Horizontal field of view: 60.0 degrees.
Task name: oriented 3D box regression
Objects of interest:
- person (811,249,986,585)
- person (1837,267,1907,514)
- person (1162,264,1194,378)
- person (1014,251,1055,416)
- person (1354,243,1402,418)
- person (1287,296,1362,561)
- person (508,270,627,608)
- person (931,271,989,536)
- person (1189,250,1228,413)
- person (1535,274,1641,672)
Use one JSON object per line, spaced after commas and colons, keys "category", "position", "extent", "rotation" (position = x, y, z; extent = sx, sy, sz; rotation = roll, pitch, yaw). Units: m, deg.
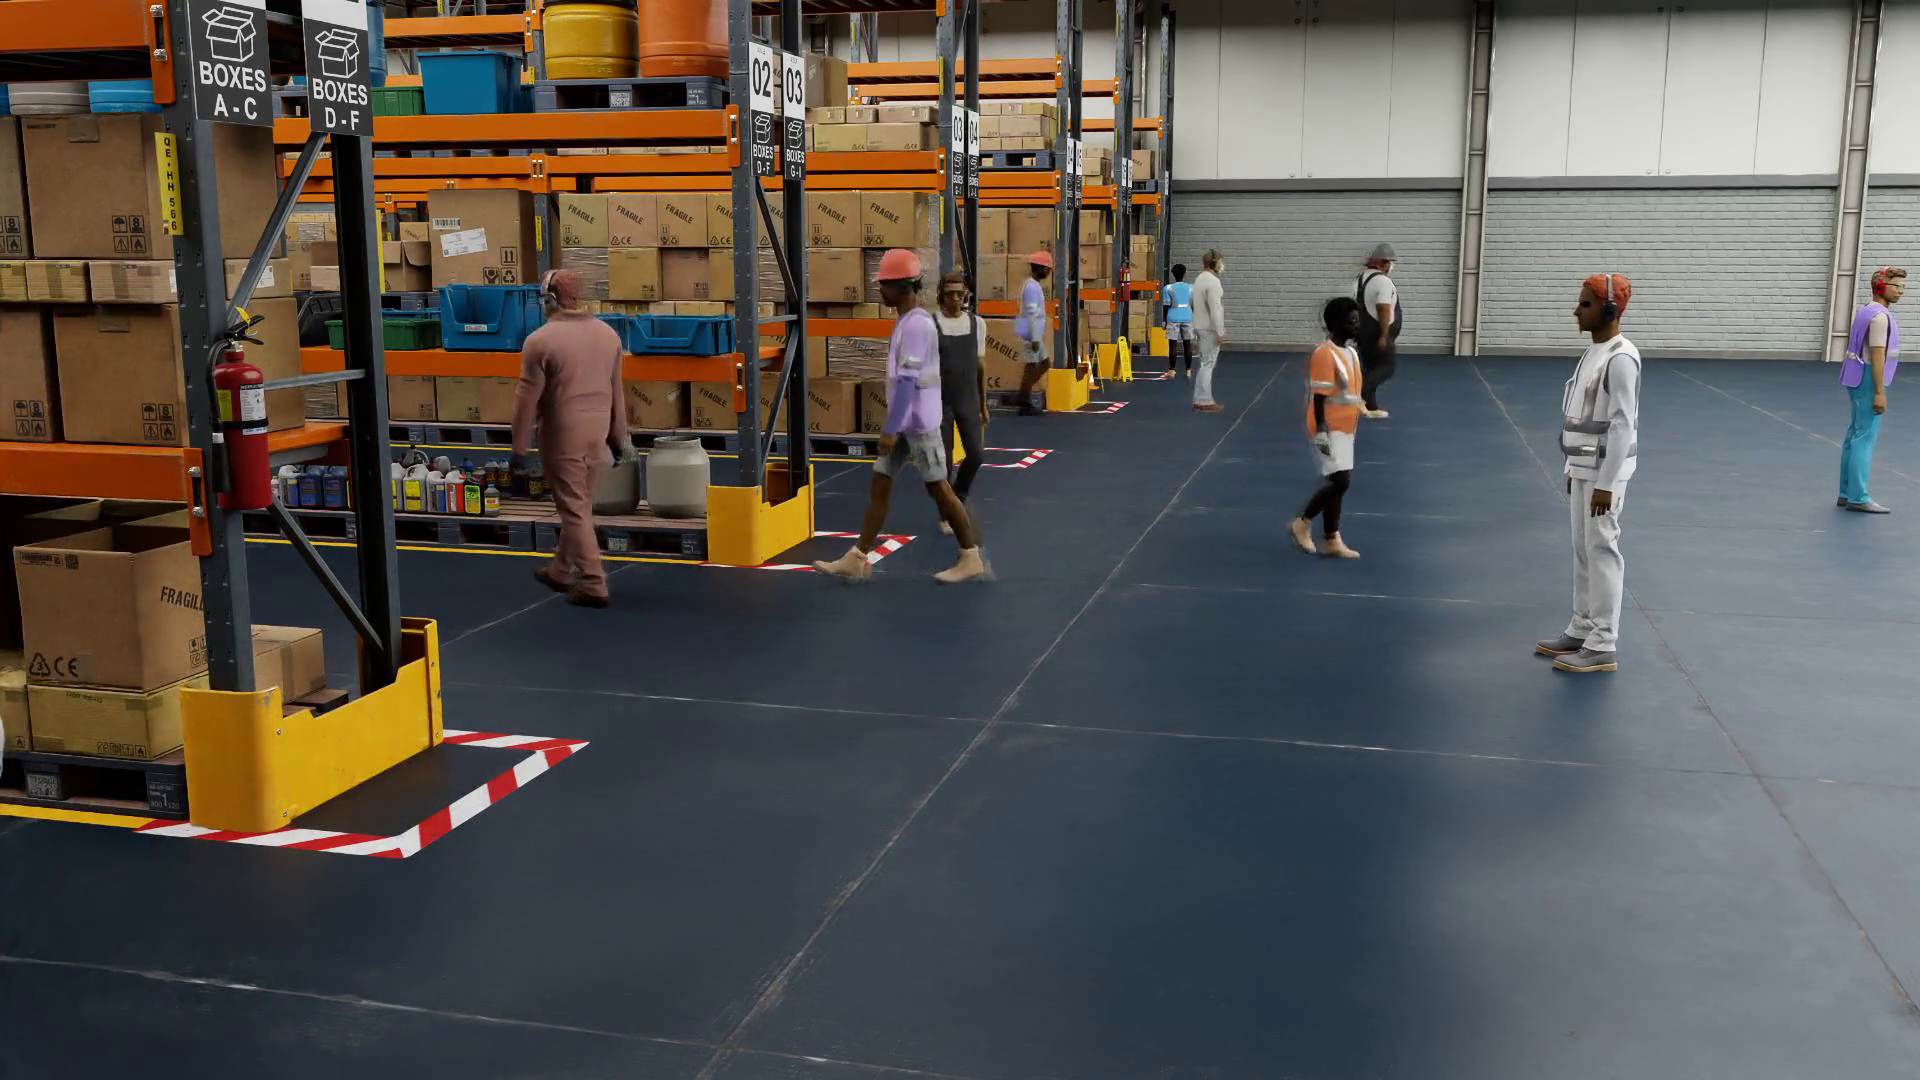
{"category": "person", "position": [-0.319, -0.697, 9.754], "extent": [1.047, 1.990, 0.632], "rotation": [-2, 10, -12]}
{"category": "person", "position": [6.860, -1.131, 12.563], "extent": [0.396, 1.839, 0.564], "rotation": [3, 11, 18]}
{"category": "person", "position": [3.242, -3.234, 24.625], "extent": [0.531, 1.692, 0.320], "rotation": [-2, 10, -11]}
{"category": "person", "position": [0.875, -2.380, 19.274], "extent": [0.455, 1.908, 0.586], "rotation": [1, 10, 4]}
{"category": "person", "position": [4.738, -2.392, 18.990], "extent": [0.624, 2.000, 0.684], "rotation": [-3, 11, -17]}
{"category": "person", "position": [2.383, -0.697, 10.554], "extent": [0.370, 1.686, 0.550], "rotation": [7, 12, 33]}
{"category": "person", "position": [-2.246, -0.569, 9.344], "extent": [0.738, 1.881, 0.675], "rotation": [7, 12, 35]}
{"category": "person", "position": [-0.046, -0.935, 11.500], "extent": [0.535, 1.829, 0.402], "rotation": [-3, 11, -18]}
{"category": "person", "position": [2.957, -2.463, 19.752], "extent": [0.588, 1.929, 0.637], "rotation": [-2, 10, -9]}
{"category": "person", "position": [3.019, -0.315, 7.922], "extent": [0.356, 1.883, 0.574], "rotation": [1, 10, 5]}
